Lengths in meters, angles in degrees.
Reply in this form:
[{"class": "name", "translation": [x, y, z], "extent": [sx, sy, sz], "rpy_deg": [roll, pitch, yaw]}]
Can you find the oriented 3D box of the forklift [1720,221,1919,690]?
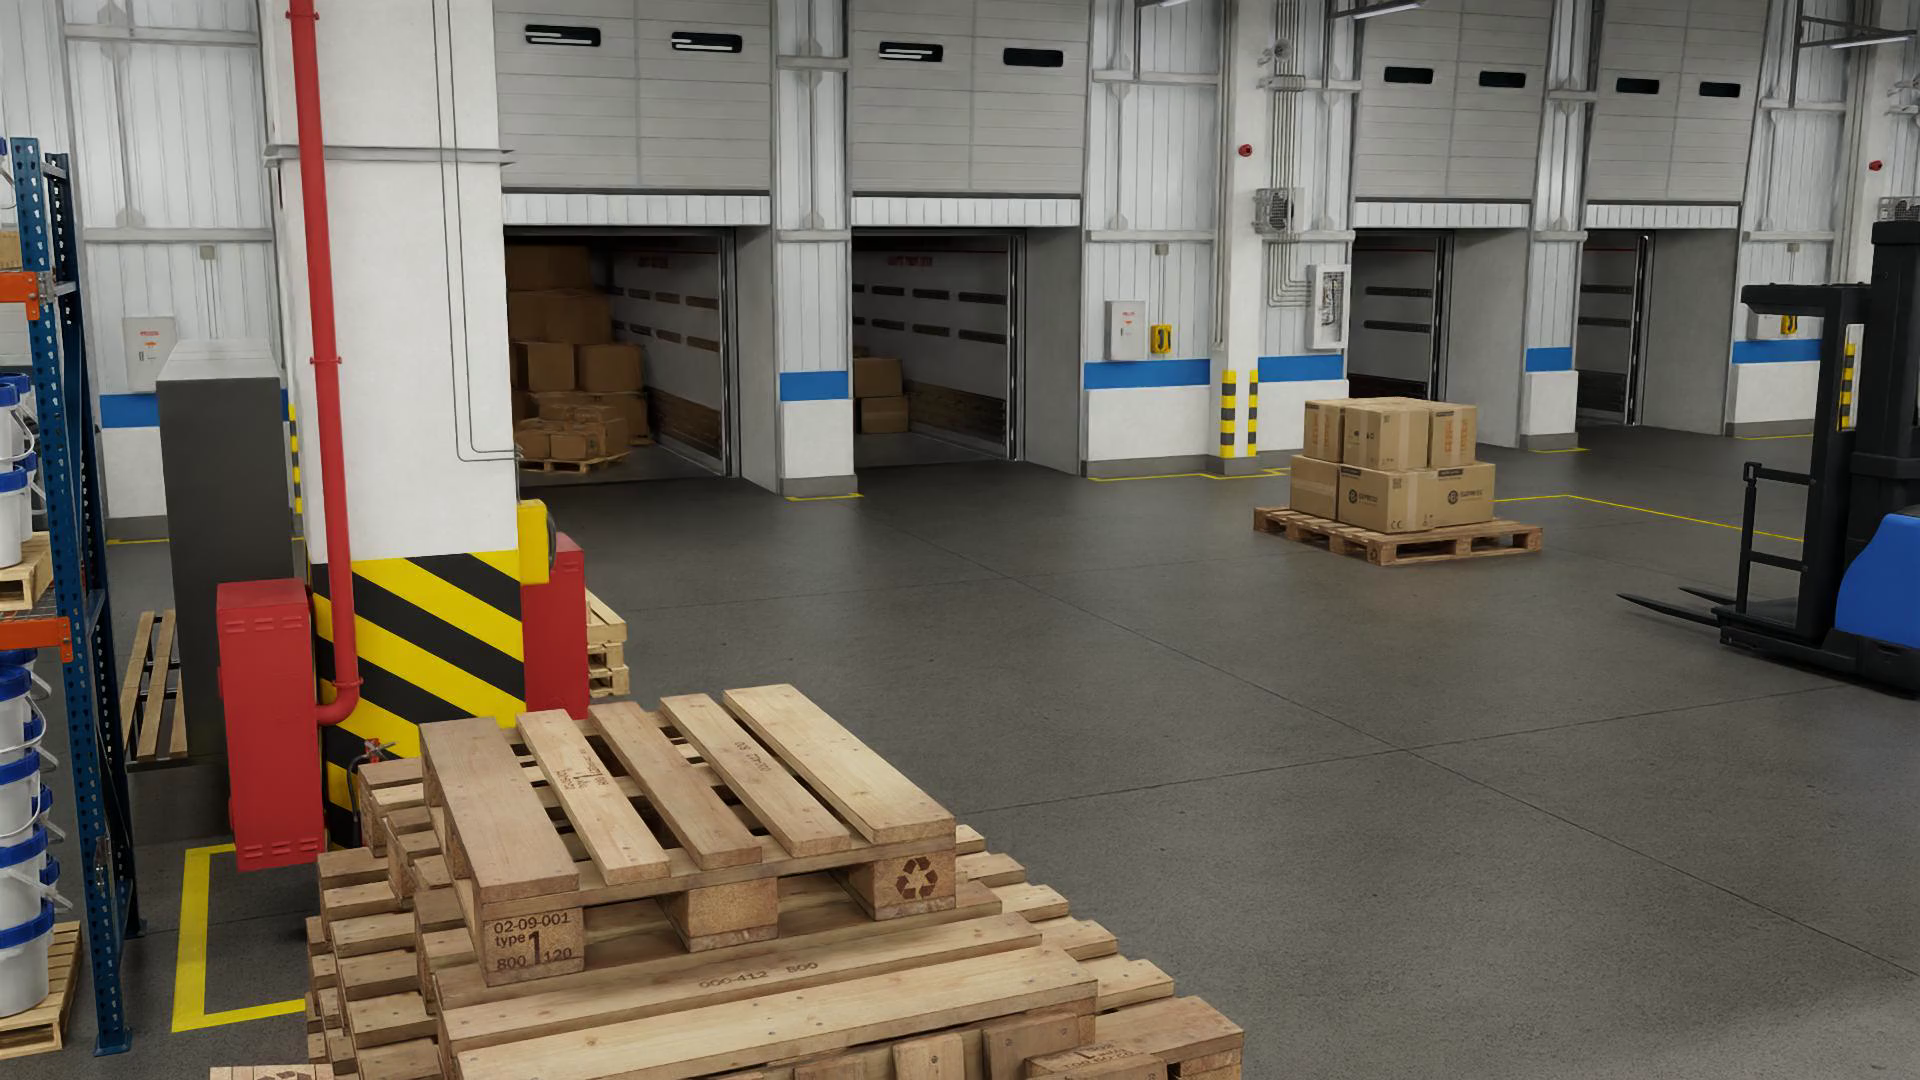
[{"class": "forklift", "translation": [5.949, -0.550, 10.218], "extent": [1.129, 2.768, 1.873], "rpy_deg": [-4, 11, -23]}]
